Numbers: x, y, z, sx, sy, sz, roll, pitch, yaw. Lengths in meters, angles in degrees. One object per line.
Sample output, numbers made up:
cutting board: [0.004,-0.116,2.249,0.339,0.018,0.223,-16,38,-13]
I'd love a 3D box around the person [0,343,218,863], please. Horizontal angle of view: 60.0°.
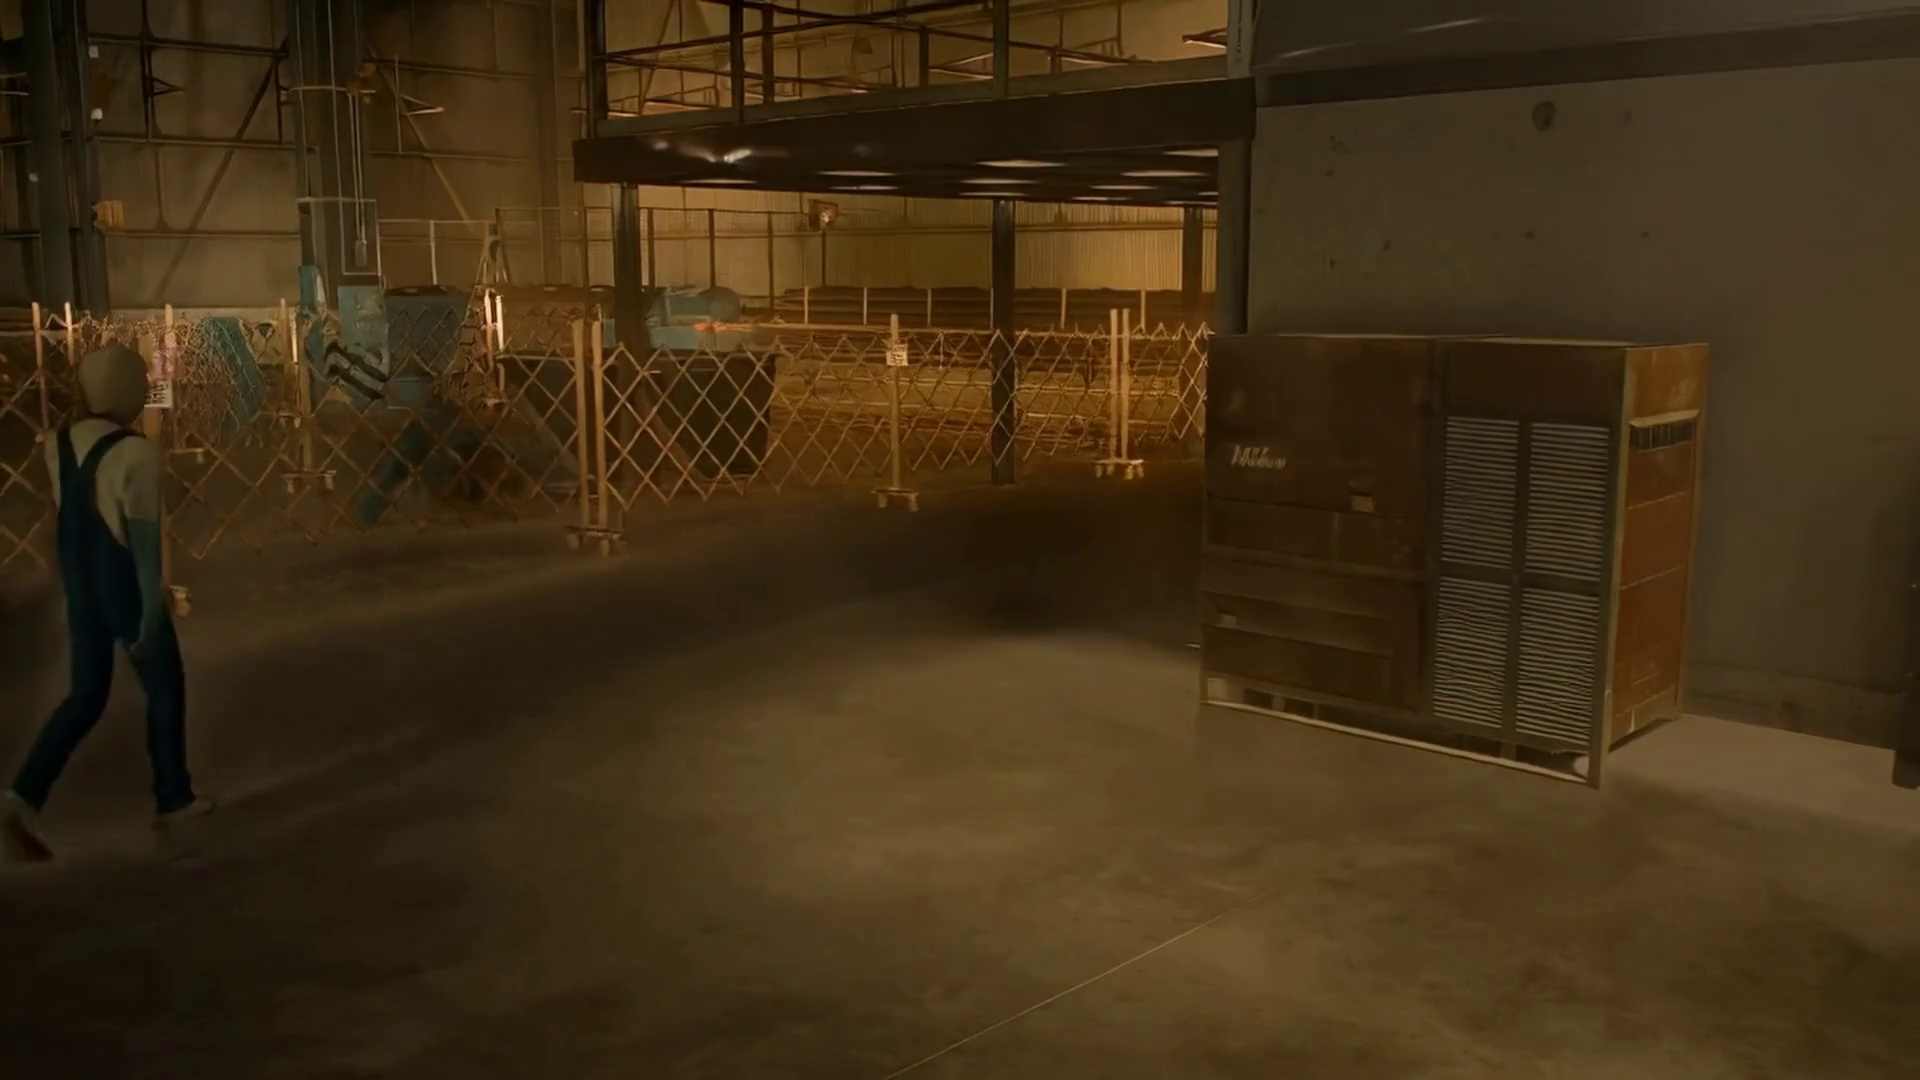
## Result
person: [-3.038,0.222,5.858,0.518,1.818,0.806,2,10,15]
